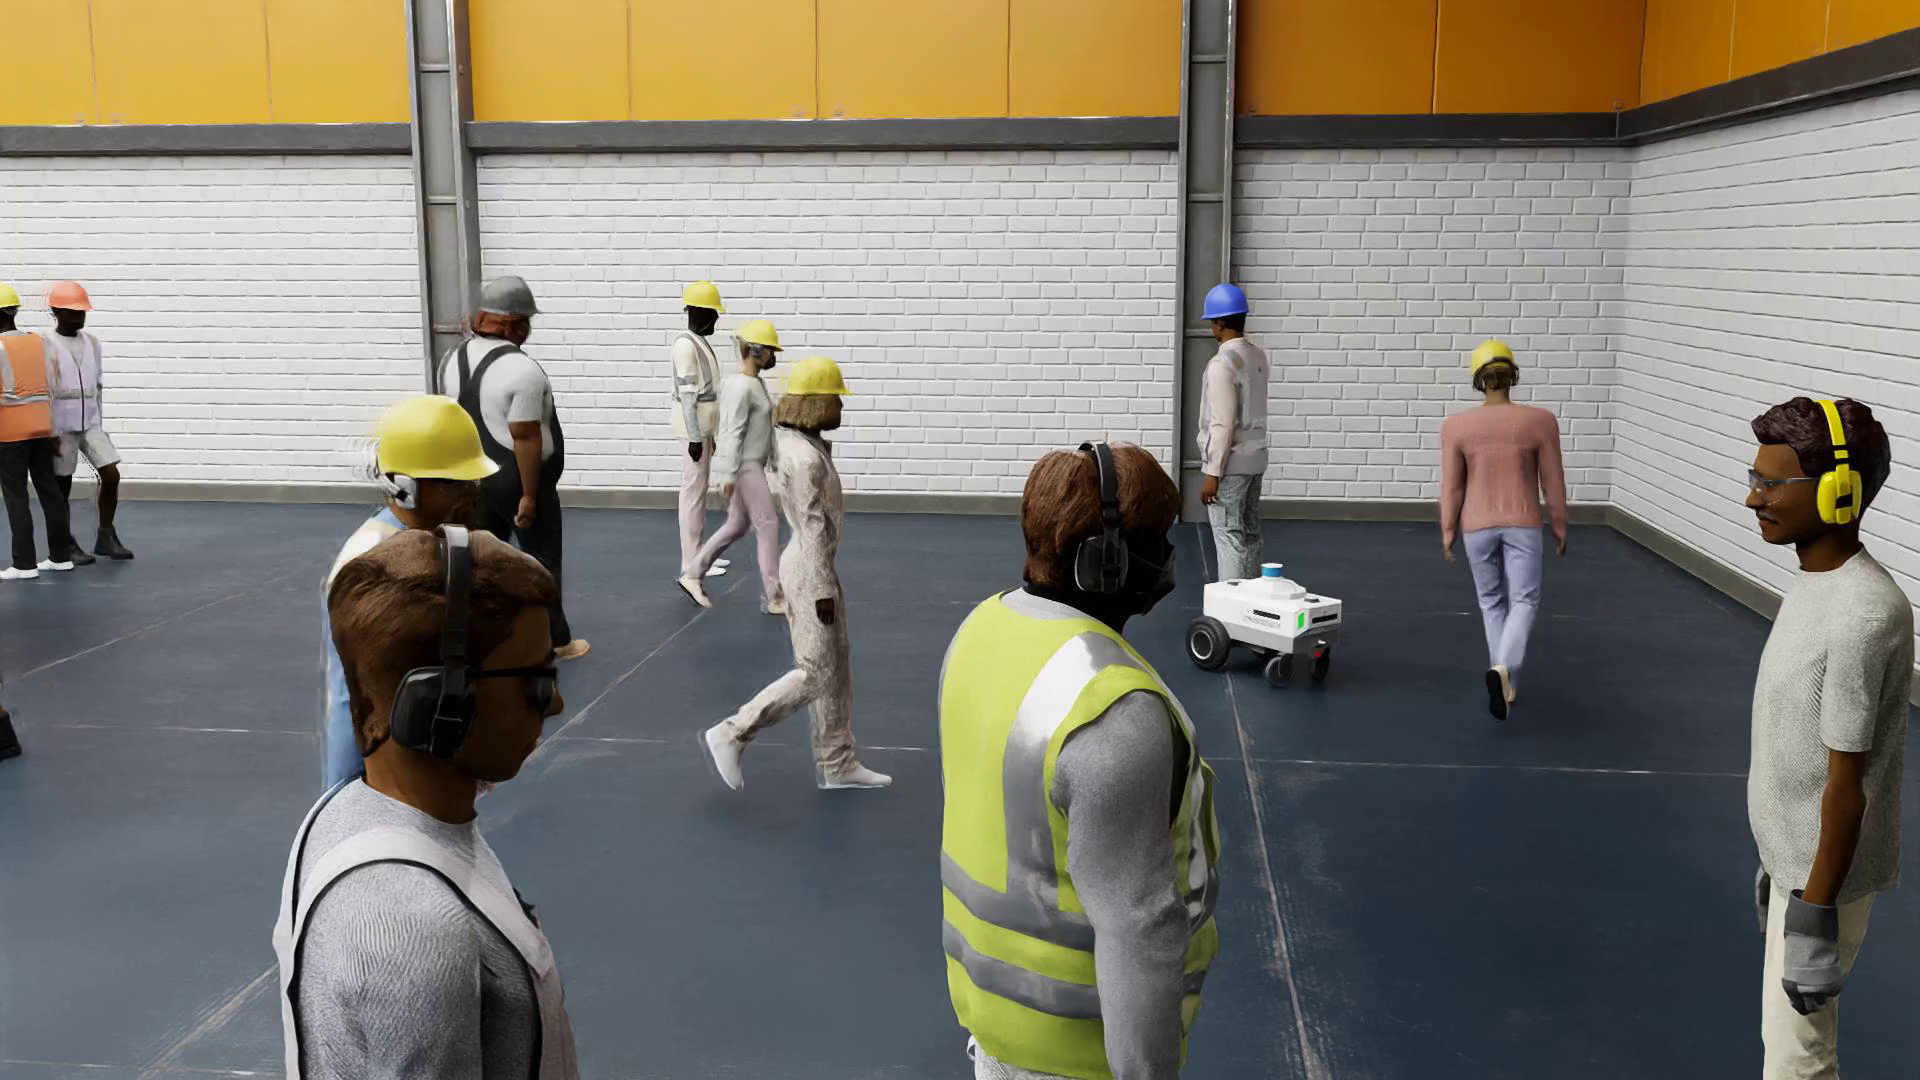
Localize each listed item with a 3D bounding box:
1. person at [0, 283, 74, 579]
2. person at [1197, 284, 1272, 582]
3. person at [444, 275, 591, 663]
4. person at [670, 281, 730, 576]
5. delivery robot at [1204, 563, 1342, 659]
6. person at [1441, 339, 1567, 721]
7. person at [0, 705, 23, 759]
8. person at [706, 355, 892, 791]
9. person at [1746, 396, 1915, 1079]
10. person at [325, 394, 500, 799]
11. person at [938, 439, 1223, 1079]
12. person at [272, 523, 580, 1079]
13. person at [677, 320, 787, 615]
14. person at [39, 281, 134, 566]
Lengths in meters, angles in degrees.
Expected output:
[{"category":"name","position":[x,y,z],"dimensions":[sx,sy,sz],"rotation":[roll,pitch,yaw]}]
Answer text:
[{"category":"person","position":[-6.122,-0.701,10.793],"dimensions":[0.406,1.918,0.593],"rotation":[3,10,18]},{"category":"person","position":[1.462,-0.402,8.996],"dimensions":[0.402,1.941,0.602],"rotation":[6,12,31]},{"category":"person","position":[-2.334,-0.336,8.338],"dimensions":[0.677,2.000,0.883],"rotation":[7,12,35]},{"category":"person","position":[-1.706,-0.733,10.939],"dimensions":[0.373,1.925,0.585],"rotation":[0,10,-1]},{"category":"delivery robot","position":[1.560,0.361,8.330],"dimensions":[0.477,0.478,0.707],"rotation":[-7,12,-36]},{"category":"person","position":[2.456,-0.042,7.576],"dimensions":[0.570,1.726,0.721],"rotation":[4,11,21]},{"category":"person","position":[-4.223,0.060,6.523],"dimensions":[0.567,1.879,0.981],"rotation":[6,11,30]},{"category":"person","position":[-0.621,0.150,6.432],"dimensions":[0.643,1.724,0.489],"rotation":[0,10,-2]},{"category":"person","position":[1.611,0.655,3.199],"dimensions":[0.334,1.858,0.509],"rotation":[4,11,21]},{"category":"person","position":[-1.418,0.532,4.101],"dimensions":[0.674,1.798,0.610],"rotation":[0,10,1]},{"category":"person","position":[0.194,0.756,2.656],"dimensions":[0.429,1.841,0.634],"rotation":[-4,11,-21]},{"category":"person","position":[-0.557,0.895,1.858],"dimensions":[0.345,1.843,0.504],"rotation":[-5,11,-27]},{"category":"person","position":[-1.300,-0.429,9.774],"dimensions":[0.800,1.725,0.520],"rotation":[0,10,0]},{"category":"person","position":[-5.890,-0.761,11.111],"dimensions":[0.615,1.912,0.552],"rotation":[5,11,28]}]
